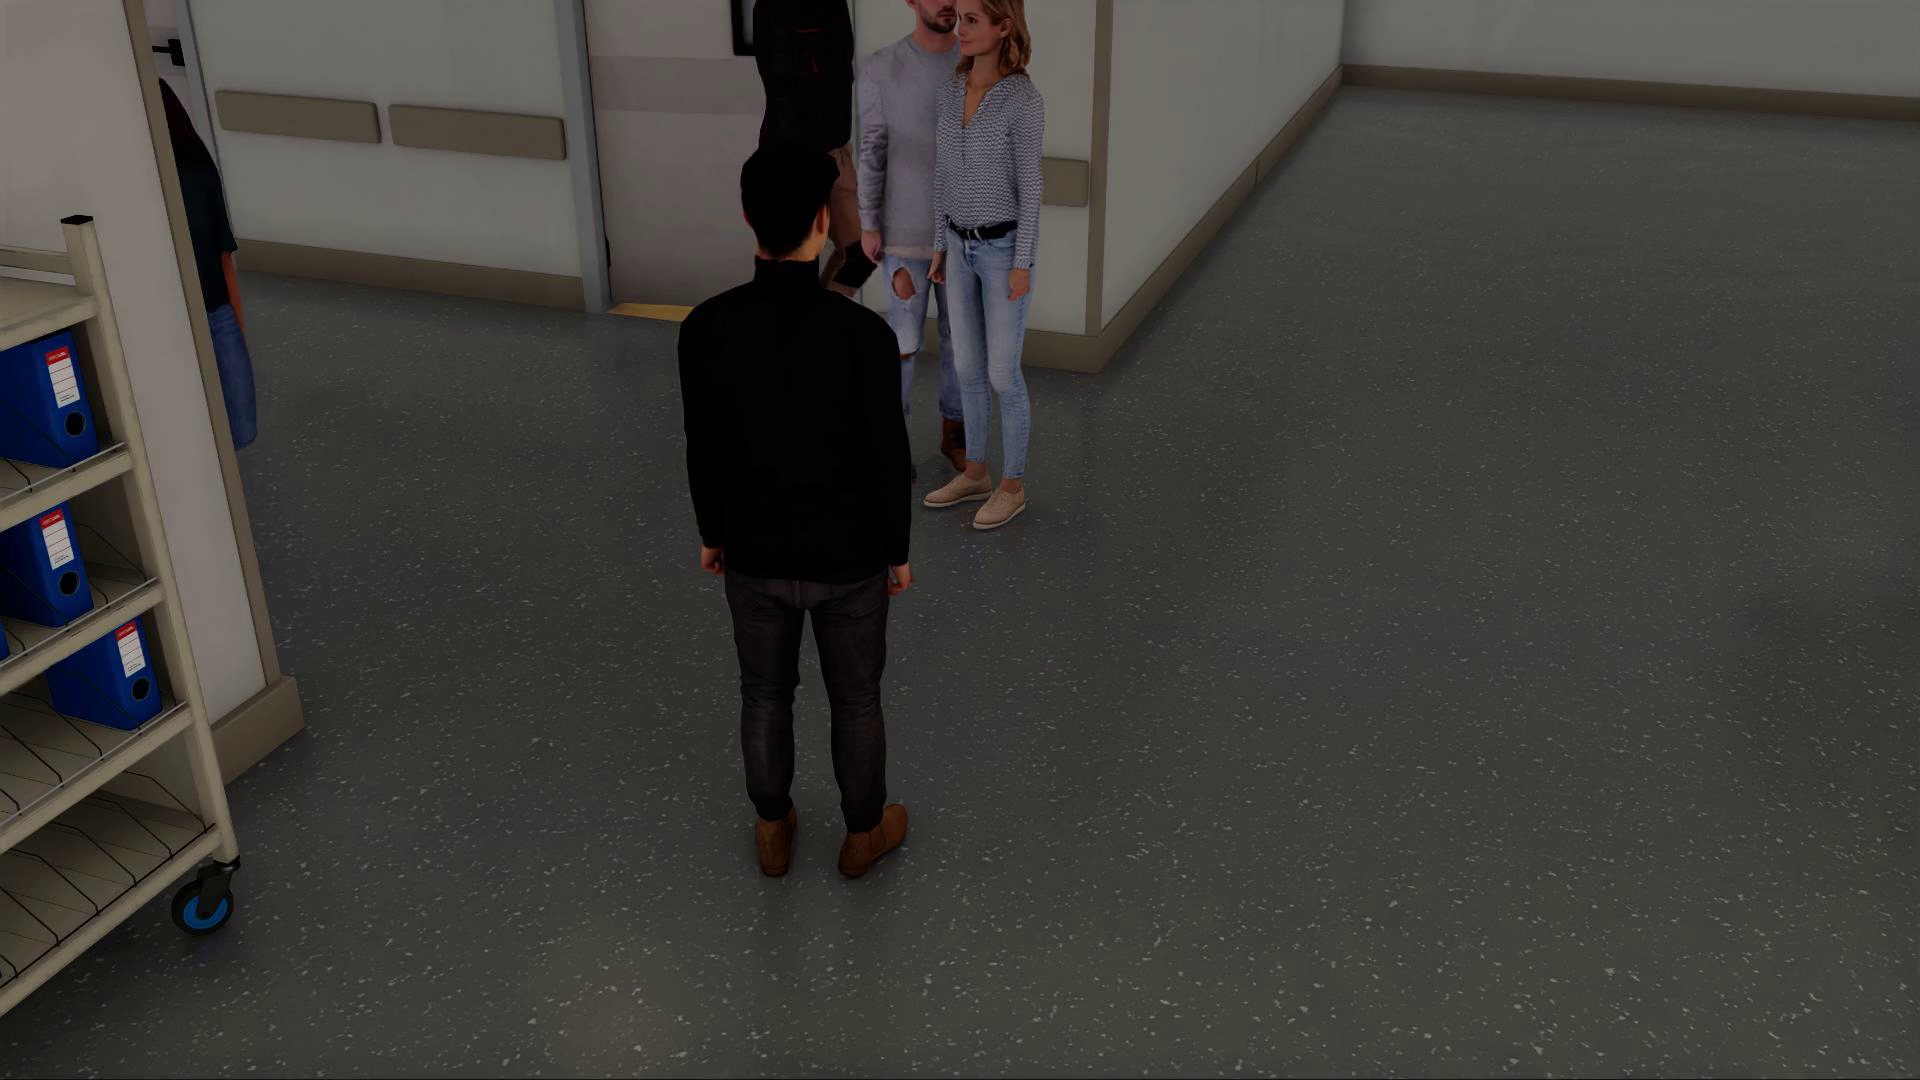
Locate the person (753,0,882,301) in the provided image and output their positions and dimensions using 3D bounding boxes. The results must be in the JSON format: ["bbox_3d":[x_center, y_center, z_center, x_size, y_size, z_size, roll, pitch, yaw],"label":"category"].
[{"bbox_3d":[-0.673,-1.536,6.620,0.849,1.904,0.678,14,29,27],"label":"person"}]

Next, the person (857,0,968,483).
[{"bbox_3d":[-0.105,-1.110,5.814,0.763,1.837,0.788,-7,27,-15],"label":"person"}]

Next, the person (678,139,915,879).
[{"bbox_3d":[-0.345,-0.017,3.679,0.686,1.722,0.602,4,26,8],"label":"person"}]

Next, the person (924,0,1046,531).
[{"bbox_3d":[0.089,-0.917,5.460,0.648,1.796,0.660,-23,34,-39],"label":"person"}]
